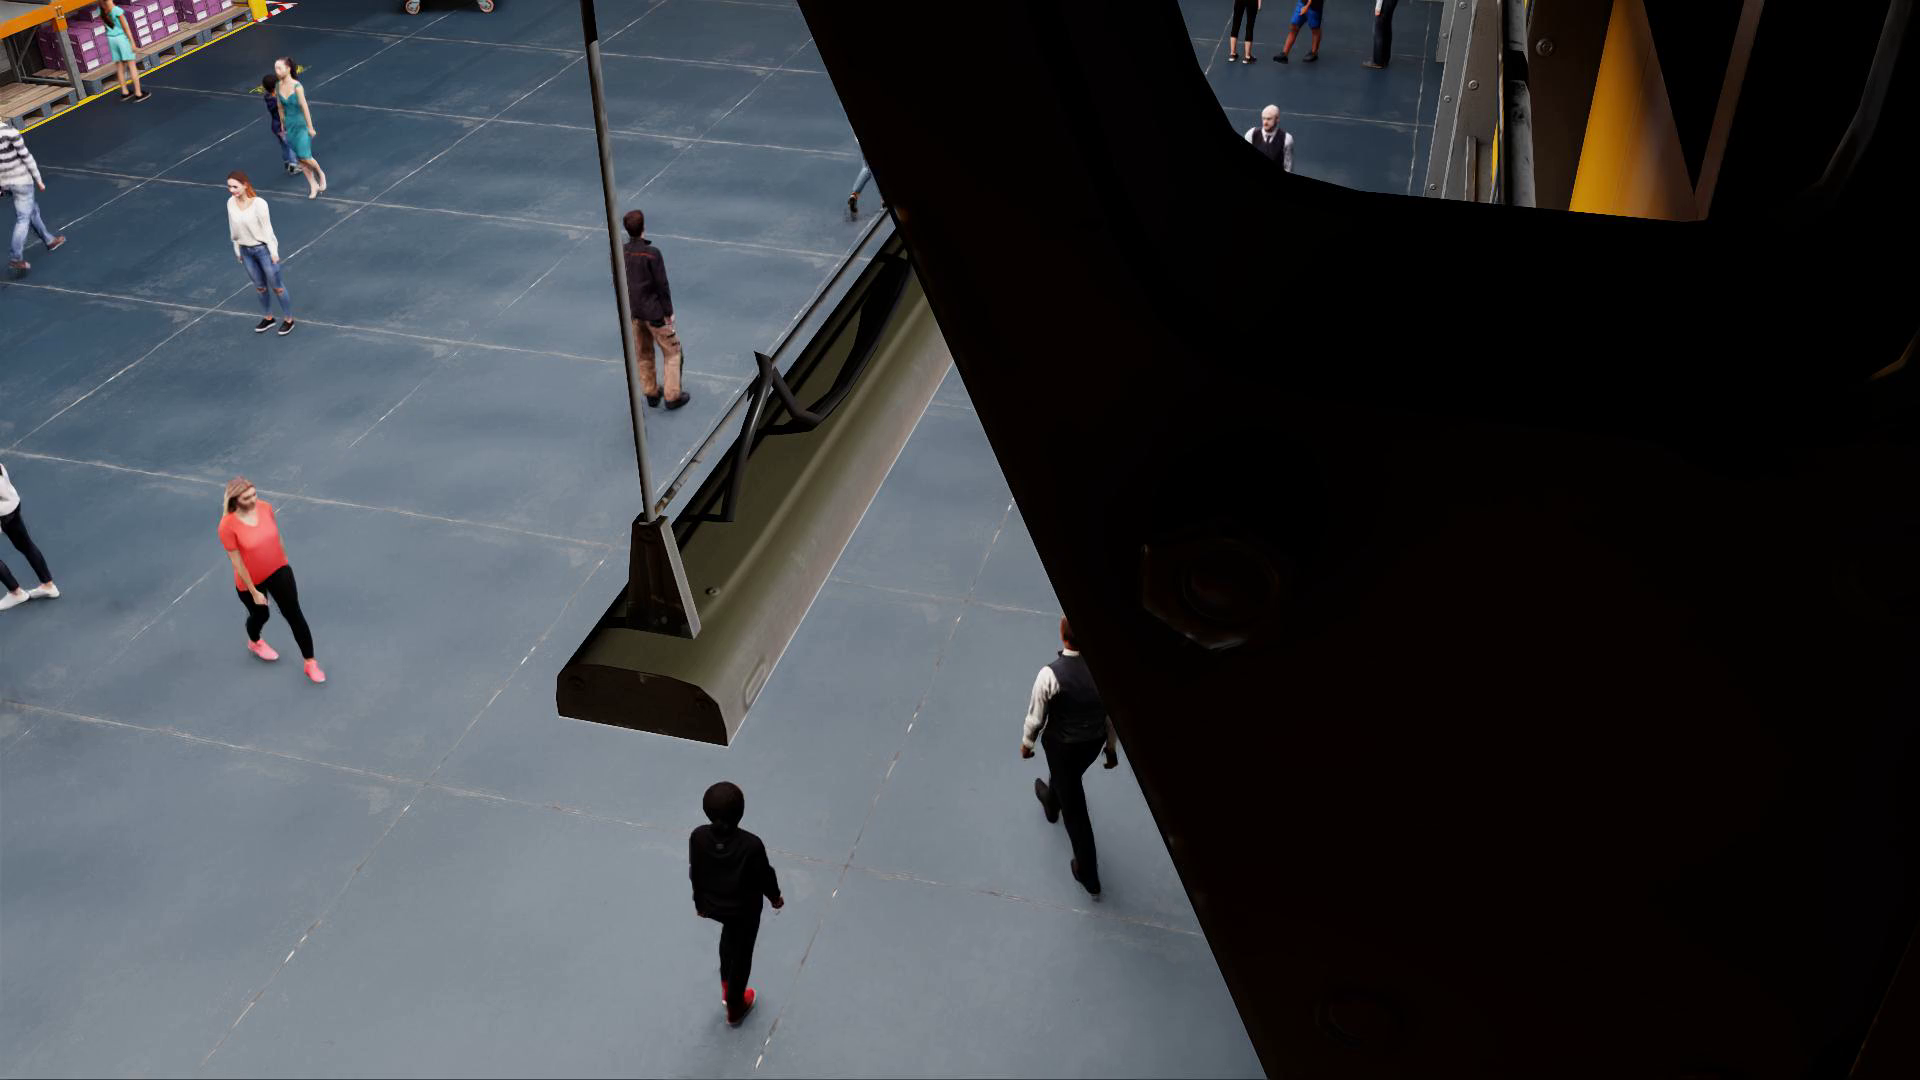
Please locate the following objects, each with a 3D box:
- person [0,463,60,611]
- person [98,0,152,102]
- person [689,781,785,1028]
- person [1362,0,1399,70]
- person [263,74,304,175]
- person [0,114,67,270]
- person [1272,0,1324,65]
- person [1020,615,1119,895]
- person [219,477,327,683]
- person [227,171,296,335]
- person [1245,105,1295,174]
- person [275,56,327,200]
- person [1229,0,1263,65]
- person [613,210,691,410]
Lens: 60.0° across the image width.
[{"bbox_3d":[-7.169,-0.220,12.561,0.842,1.683,0.741,-4,34,-6],"label":"person"},{"bbox_3d":[-11.352,-6.728,22.465,0.533,1.557,0.523,9,35,13],"label":"person"},{"bbox_3d":[-1.280,2.063,9.147,0.624,1.661,0.620,12,35,17],"label":"person"},{"bbox_3d":[6.049,-7.638,23.601,0.768,1.816,0.605,19,38,27],"label":"person"},{"bbox_3d":[-8.267,-5.064,20.264,0.609,1.222,0.639,25,41,32],"label":"person"},{"bbox_3d":[-10.155,-3.775,17.801,0.695,1.803,1.207,7,34,10],"label":"person"},{"bbox_3d":[5.052,-7.638,23.656,1.135,1.754,0.997,-22,40,-30],"label":"person"},{"bbox_3d":[0.716,1.314,10.085,1.204,1.869,1.351,-13,36,-18],"label":"person"},{"bbox_3d":[-5.033,0.260,11.860,0.947,1.659,1.054,22,39,29],"label":"person"},{"bbox_3d":[-6.971,-2.861,16.525,0.627,1.693,0.553,7,34,10],"label":"person"},{"bbox_3d":[3.284,-3.814,17.853,0.707,1.810,0.654,10,35,14],"label":"person"},{"bbox_3d":[-7.702,-4.839,19.517,0.625,1.675,0.660,13,36,19],"label":"person"},{"bbox_3d":[4.096,-7.730,23.822,0.641,1.724,0.618,21,39,28],"label":"person"},{"bbox_3d":[-2.858,-2.046,15.095,0.759,1.918,0.671,11,35,16],"label":"person"}]
